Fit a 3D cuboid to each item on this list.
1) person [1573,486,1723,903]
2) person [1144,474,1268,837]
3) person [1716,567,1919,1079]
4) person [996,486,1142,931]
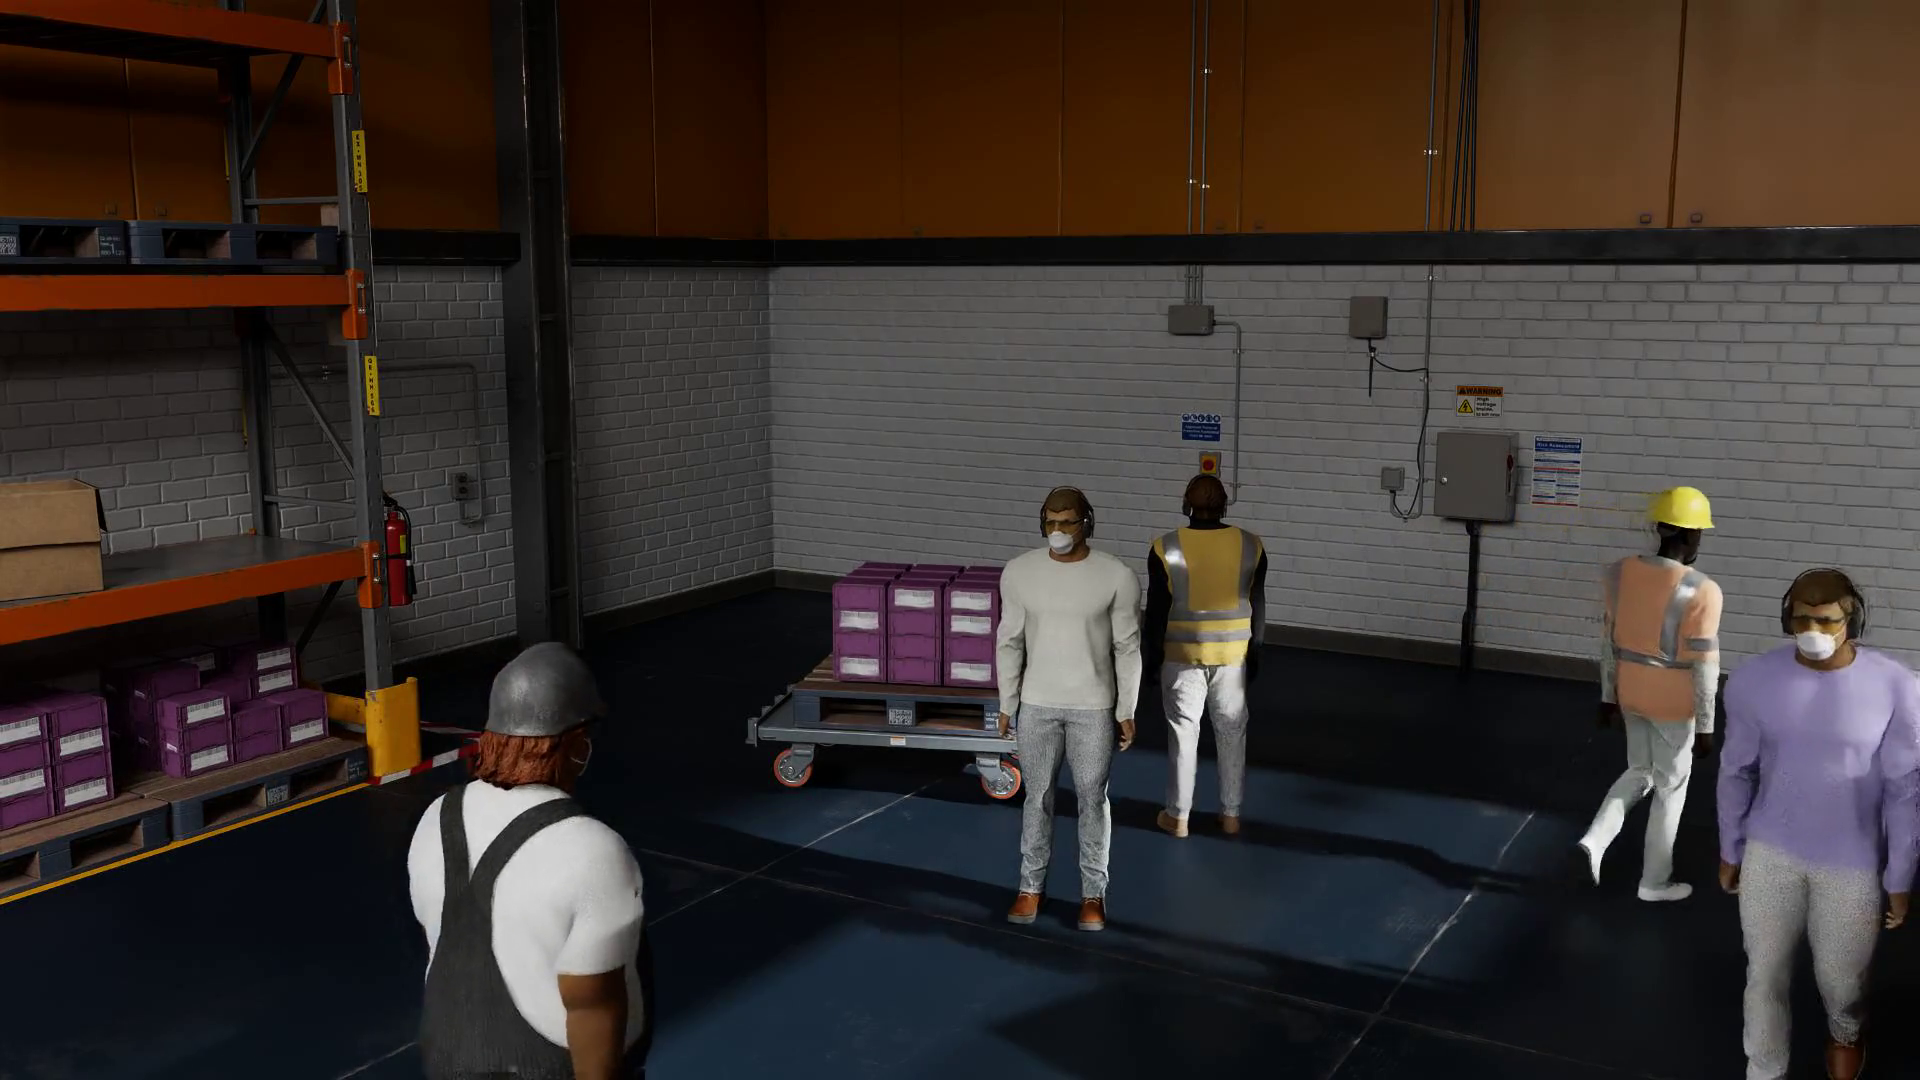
[{"bbox_3d":[3.070,0.710,7.393,0.538,1.906,0.599,-4,10,-25],"label":"person"},{"bbox_3d":[1.224,0.583,8.402,0.622,1.845,0.429,-1,9,-7],"label":"person"},{"bbox_3d":[2.804,1.018,5.446,0.634,1.919,0.673,7,12,38],"label":"person"},{"bbox_3d":[0.462,0.725,7.211,0.637,1.938,0.356,2,9,15],"label":"person"}]
